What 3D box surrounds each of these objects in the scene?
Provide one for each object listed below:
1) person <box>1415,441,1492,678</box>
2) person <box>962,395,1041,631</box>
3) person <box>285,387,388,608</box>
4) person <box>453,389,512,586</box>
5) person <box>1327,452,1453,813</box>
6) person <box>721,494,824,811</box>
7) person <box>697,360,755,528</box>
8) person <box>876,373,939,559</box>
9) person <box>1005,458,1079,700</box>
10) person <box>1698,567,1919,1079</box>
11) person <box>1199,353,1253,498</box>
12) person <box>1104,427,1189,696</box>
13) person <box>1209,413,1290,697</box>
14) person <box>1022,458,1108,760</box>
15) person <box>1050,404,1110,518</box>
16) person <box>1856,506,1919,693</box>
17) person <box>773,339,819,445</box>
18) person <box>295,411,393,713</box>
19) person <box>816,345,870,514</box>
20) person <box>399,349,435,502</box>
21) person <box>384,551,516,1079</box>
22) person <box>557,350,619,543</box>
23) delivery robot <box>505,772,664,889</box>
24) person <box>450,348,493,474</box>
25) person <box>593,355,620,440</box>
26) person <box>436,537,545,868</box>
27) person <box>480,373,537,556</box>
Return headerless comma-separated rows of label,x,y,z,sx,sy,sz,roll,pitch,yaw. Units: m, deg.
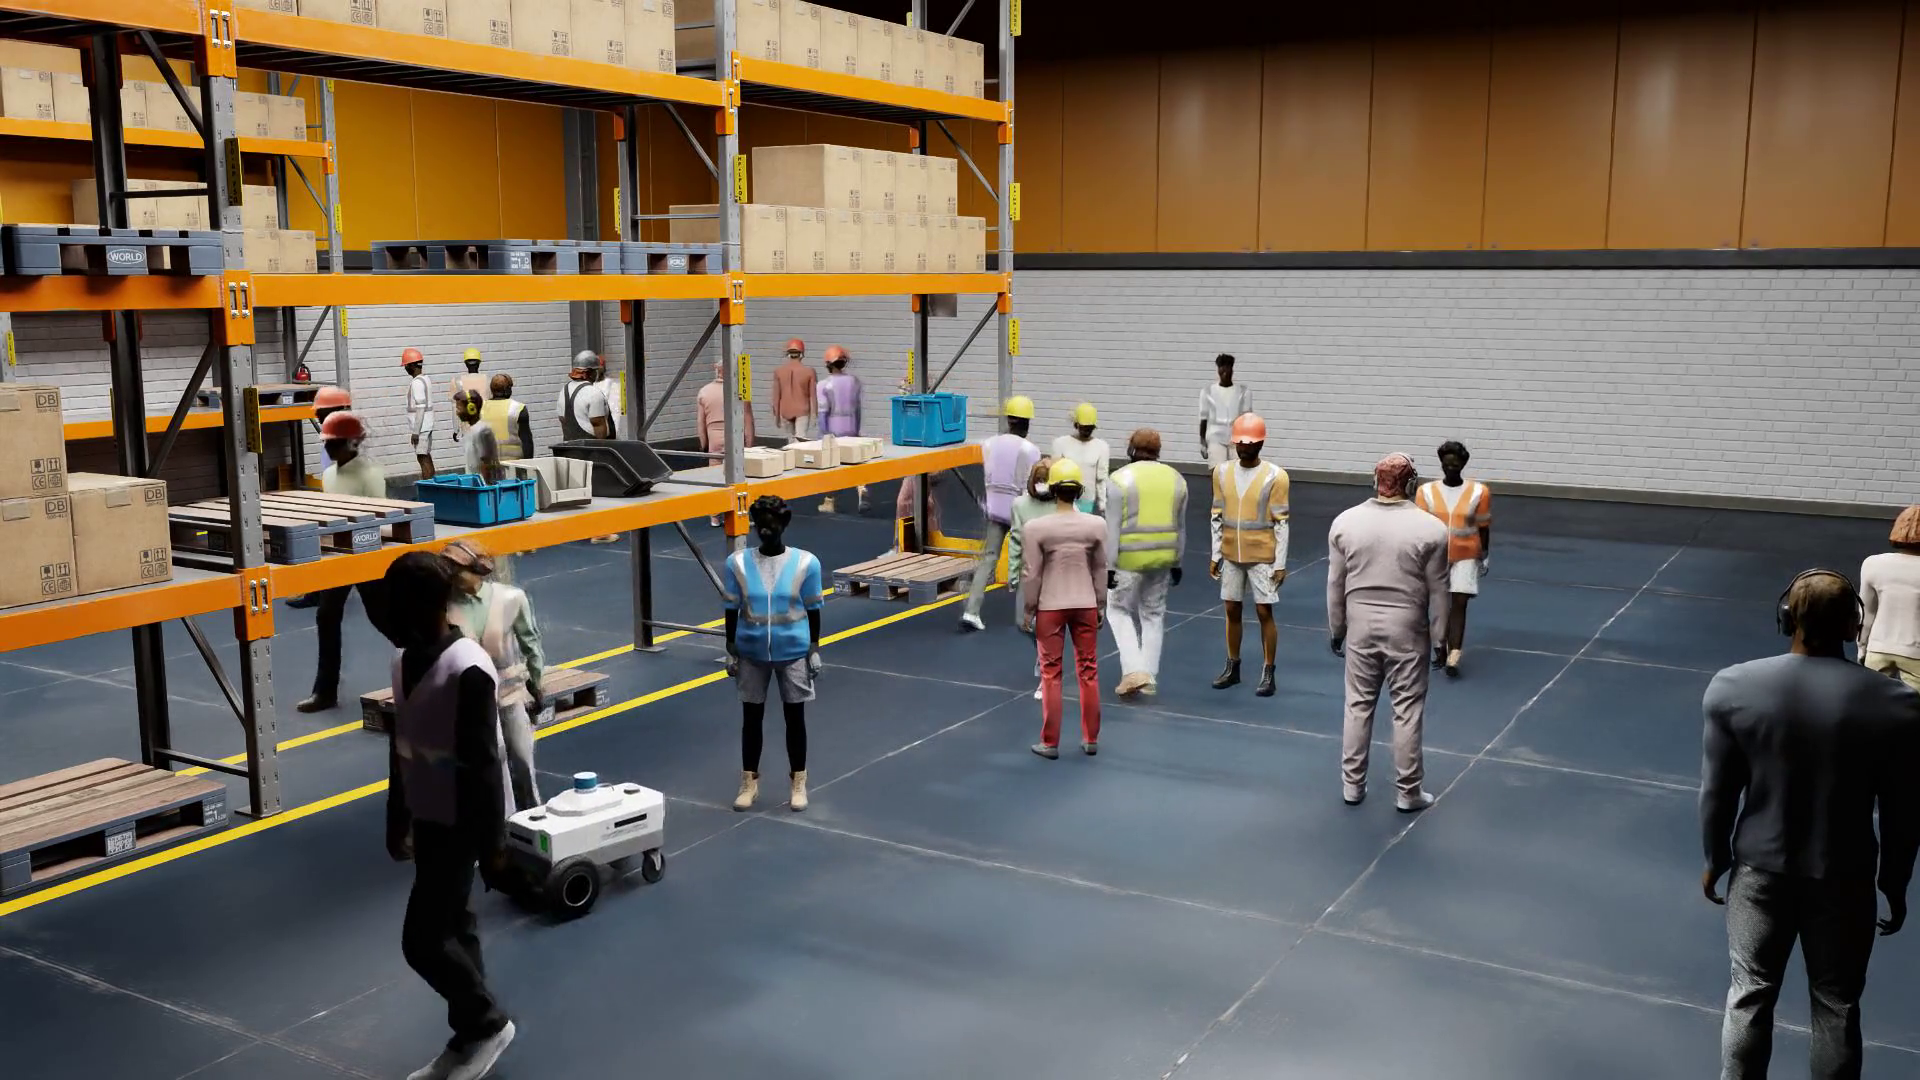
person,3.447,0.132,11.775,0.552,1.646,0.867,4,10,24
person,0.375,-0.215,13.299,0.587,1.882,0.997,6,11,34
person,-5.272,-0.369,14.246,0.999,1.889,0.548,-8,12,-40
person,-4.227,-0.385,14.440,0.686,1.838,0.558,-2,9,-10
person,2.279,0.484,8.820,0.651,1.906,0.403,5,10,30
person,-0.987,0.595,8.772,0.540,1.696,0.317,0,9,1
person,-2.585,-1.078,18.572,0.651,1.906,0.403,3,9,16
person,-0.546,-0.705,16.337,0.813,1.869,0.678,-3,10,-18
person,0.579,0.239,11.210,0.515,1.618,0.454,4,10,24
person,2.651,1.042,5.237,0.631,1.940,0.372,5,10,28
person,2.995,-1.141,18.810,0.622,1.952,0.588,0,9,1
person,1.248,0.156,11.192,0.655,1.815,0.481,-4,10,-23
person,1.935,0.101,11.189,0.557,1.924,0.430,7,11,36
person,0.609,0.404,9.756,0.526,1.768,0.331,-2,9,-15
person,1.033,-0.320,14.424,0.571,1.703,0.879,-2,9,-14
person,5.003,0.626,8.820,0.285,1.625,0.495,-7,11,-37
person,-2.132,-1.715,22.367,0.624,1.965,0.883,3,10,19
person,-3.957,0.111,11.007,0.622,1.956,0.981,6,11,33
person,-1.381,-1.277,19.482,0.618,2.019,0.842,-5,11,-31
person,-6.628,-1.373,20.346,0.375,1.927,0.543,-1,9,-8
person,-1.792,0.975,5.748,0.462,1.904,0.628,-8,12,-40
person,-3.900,-0.991,17.604,0.688,2.000,0.538,8,12,41
delivery robot,-1.705,1.305,7.604,0.477,0.478,0.707,8,12,41
person,-5.997,-1.411,20.612,0.585,1.918,0.379,-4,10,-22
person,-4.414,-1.299,20.122,0.611,1.843,0.924,4,10,25
person,-2.234,0.767,7.971,0.645,1.608,0.409,-4,10,-22
person,-4.570,-0.751,16.729,0.619,1.845,0.430,1,9,8
